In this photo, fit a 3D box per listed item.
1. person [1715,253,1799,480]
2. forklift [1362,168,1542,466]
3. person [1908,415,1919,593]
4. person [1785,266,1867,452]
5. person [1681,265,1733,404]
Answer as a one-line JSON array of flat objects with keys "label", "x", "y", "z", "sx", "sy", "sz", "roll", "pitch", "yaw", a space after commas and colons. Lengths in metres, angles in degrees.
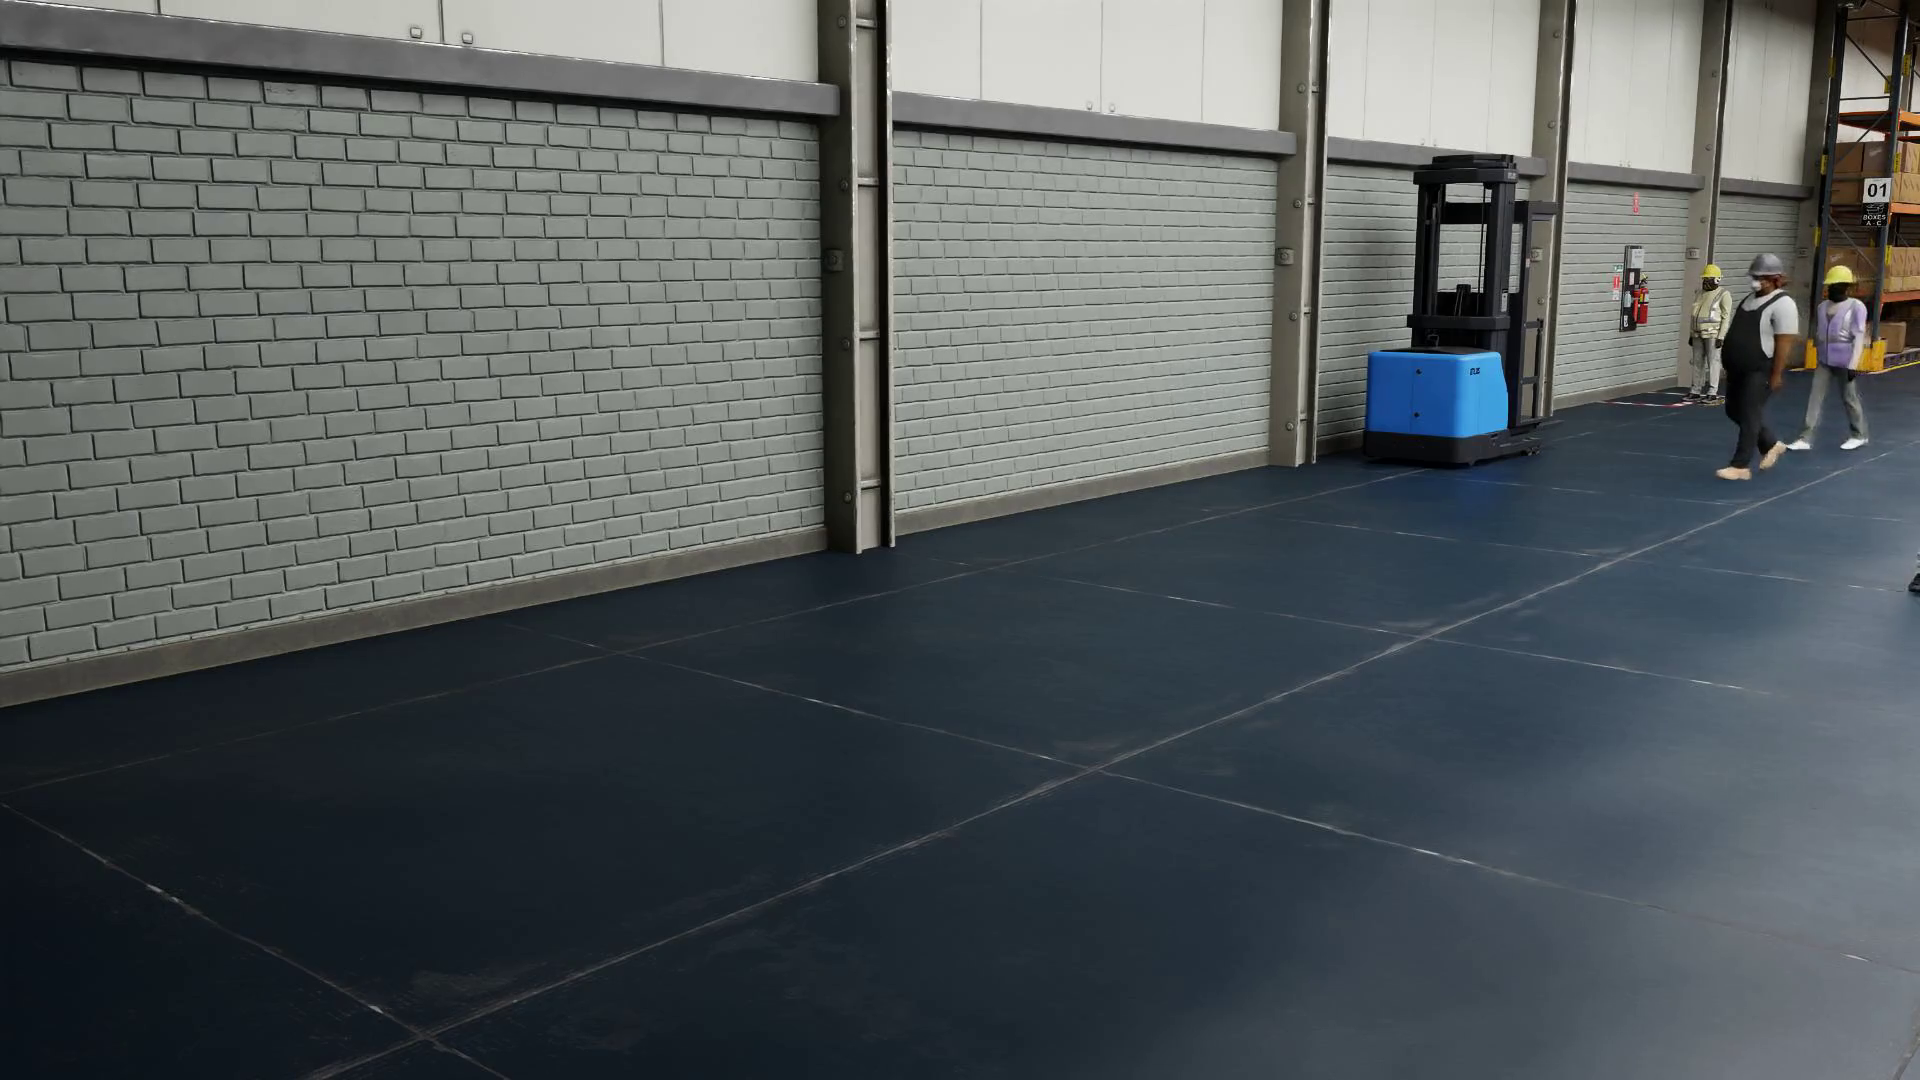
[{"label": "person", "x": 7.178, "y": -1.558, "z": 14.951, "sx": 0.742, "sy": 2.000, "sz": 0.699, "roll": -1, "pitch": 10, "yaw": -4}, {"label": "forklift", "x": 4.875, "y": -2.212, "z": 16.287, "sx": 1.129, "sy": 2.768, "sz": 1.873, "roll": 8, "pitch": 13, "yaw": 40}, {"label": "person", "x": 6.089, "y": -0.586, "z": 10.035, "sx": 0.592, "sy": 1.789, "sz": 0.916, "roll": 9, "pitch": 14, "yaw": 43}, {"label": "person", "x": 8.901, "y": -1.835, "z": 16.886, "sx": 0.974, "sy": 1.880, "sz": 0.601, "roll": -4, "pitch": 11, "yaw": -22}, {"label": "person", "x": 9.978, "y": -2.753, "z": 22.226, "sx": 0.404, "sy": 1.833, "sz": 0.588, "roll": -4, "pitch": 11, "yaw": -24}]
